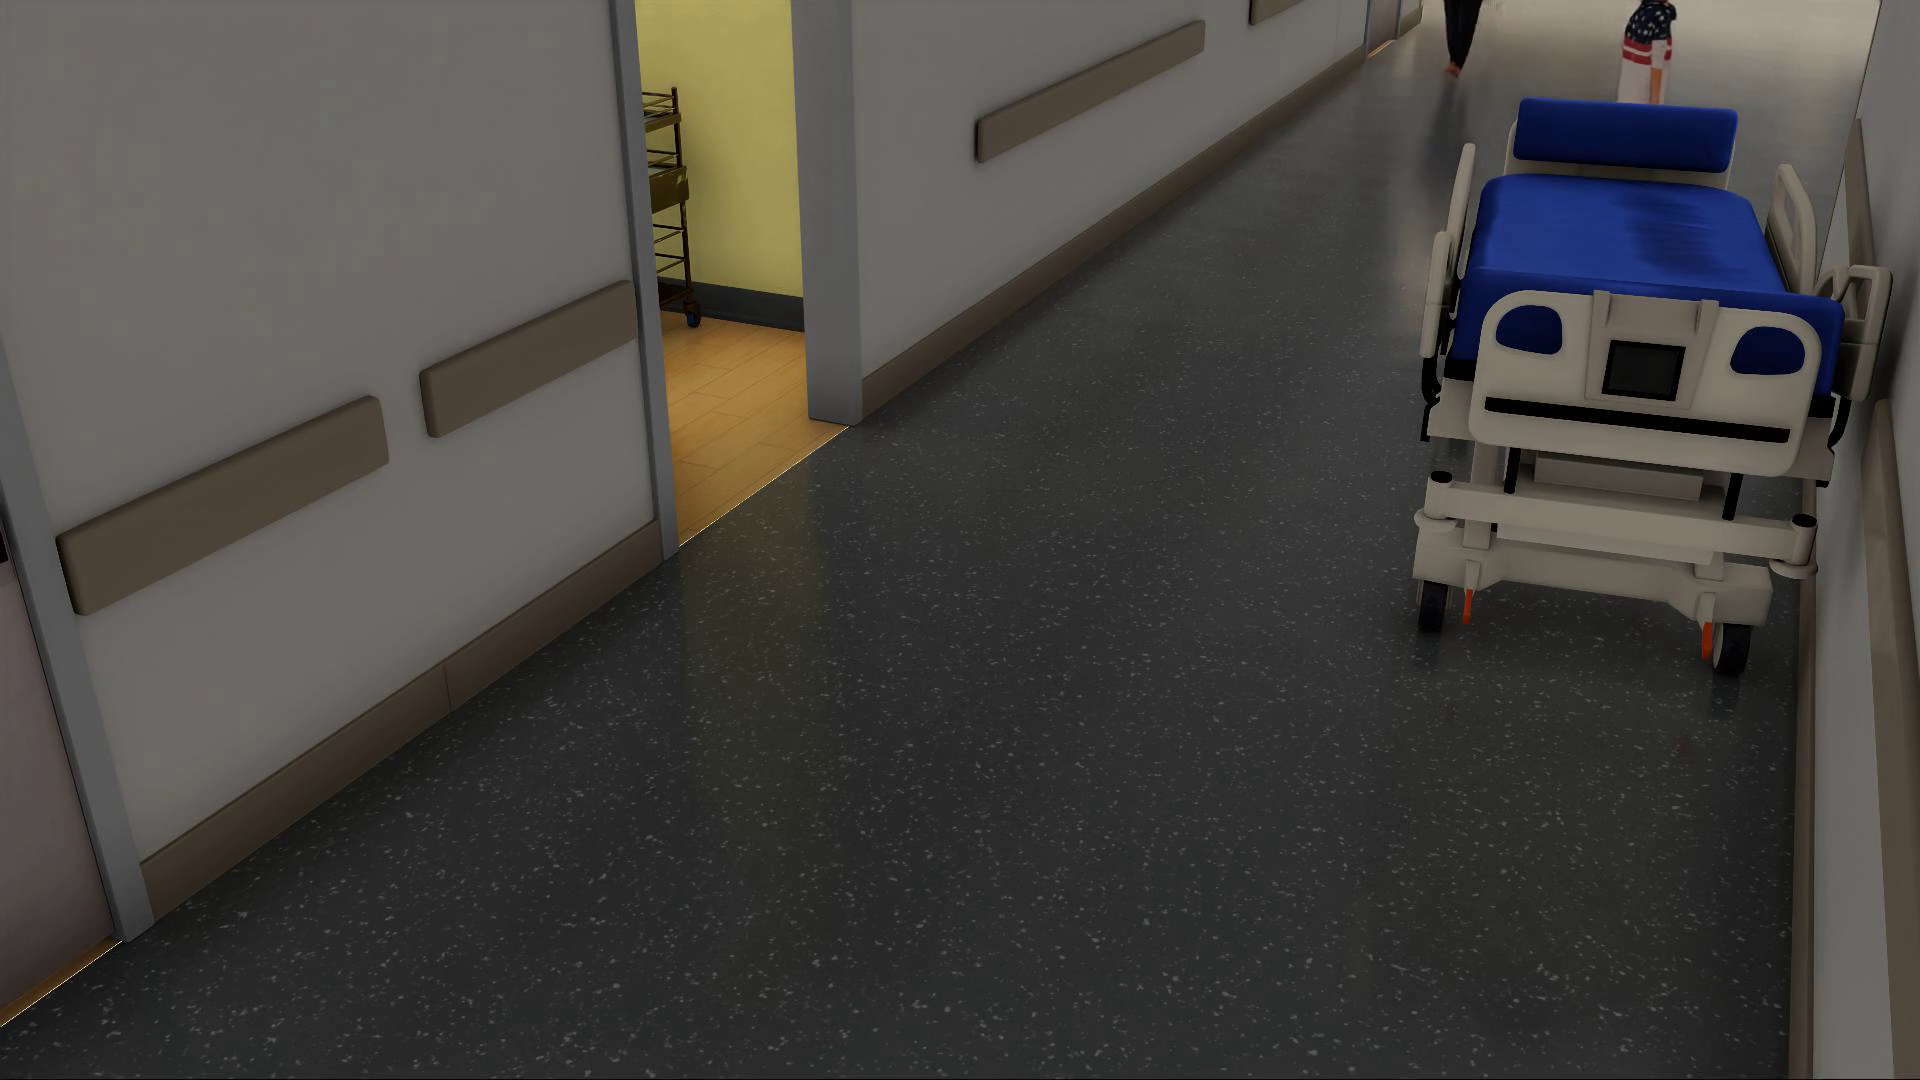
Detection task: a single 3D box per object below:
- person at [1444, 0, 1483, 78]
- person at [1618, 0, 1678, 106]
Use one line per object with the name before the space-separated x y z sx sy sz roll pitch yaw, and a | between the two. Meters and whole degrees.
person | 4.069 -4.603 13.324 0.929 1.700 0.759 16 30 30
person | 3.865 -2.577 9.422 0.603 1.439 0.582 -2 26 -5
